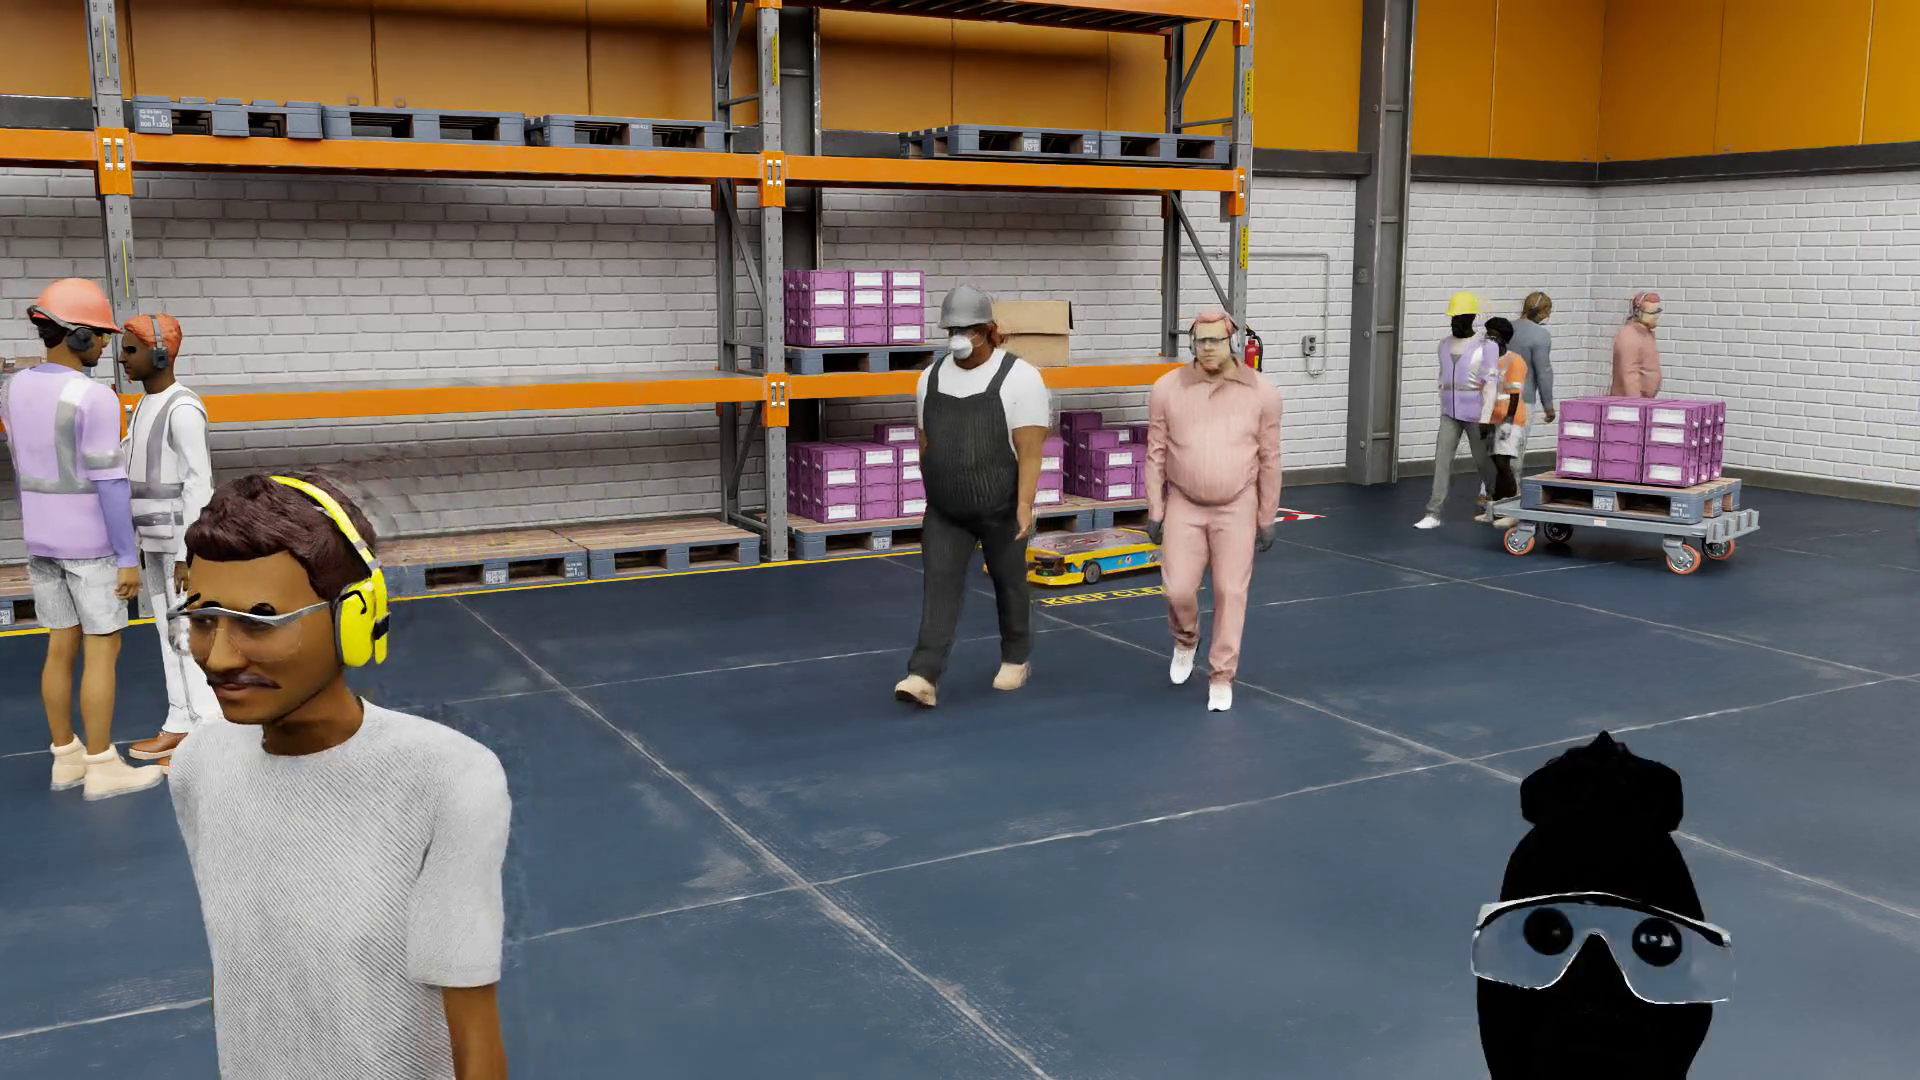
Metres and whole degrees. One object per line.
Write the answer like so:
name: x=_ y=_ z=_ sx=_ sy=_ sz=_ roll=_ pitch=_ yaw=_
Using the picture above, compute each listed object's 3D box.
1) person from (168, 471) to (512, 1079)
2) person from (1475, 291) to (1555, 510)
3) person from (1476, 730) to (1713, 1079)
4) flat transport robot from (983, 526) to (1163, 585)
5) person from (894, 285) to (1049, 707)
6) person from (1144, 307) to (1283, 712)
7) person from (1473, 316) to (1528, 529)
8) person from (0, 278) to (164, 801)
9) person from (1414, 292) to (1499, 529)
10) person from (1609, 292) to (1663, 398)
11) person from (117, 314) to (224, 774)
person: x=-0.753 y=0.845 z=1.962 sx=0.537 sy=1.839 sz=0.863 roll=3 pitch=10 yaw=15
person: x=4.705 y=-1.175 z=14.146 sx=0.822 sy=1.879 sz=0.639 roll=-2 pitch=10 yaw=-14
person: x=0.385 y=1.004 z=1.044 sx=0.555 sy=1.819 sz=0.998 roll=2 pitch=9 yaw=10
flat transport robot: x=0.910 y=0.094 z=11.287 sx=1.431 sy=0.197 sz=0.652 roll=-8 pitch=12 yaw=-39
person: x=0.060 y=-0.229 z=7.875 sx=0.695 sy=2.000 sz=1.018 roll=4 pitch=10 yaw=23
person: x=1.192 y=-0.149 z=7.857 sx=0.643 sy=1.891 sz=0.473 roll=2 pitch=10 yaw=11
person: x=4.311 y=-0.937 z=13.268 sx=0.353 sy=1.687 sz=0.536 roll=-3 pitch=10 yaw=-17
person: x=-3.413 y=0.007 z=6.489 sx=0.606 sy=2.031 sz=0.400 roll=5 pitch=10 yaw=26
person: x=4.078 y=-1.038 z=13.313 sx=0.993 sy=1.888 sz=0.600 roll=-7 pitch=12 yaw=-37
person: x=5.637 y=-1.107 z=13.756 sx=0.506 sy=1.871 sz=0.738 roll=5 pitch=10 yaw=27
person: x=-3.260 y=0.015 z=6.867 sx=0.354 sy=1.883 sz=0.576 roll=-9 pitch=13 yaw=-42
